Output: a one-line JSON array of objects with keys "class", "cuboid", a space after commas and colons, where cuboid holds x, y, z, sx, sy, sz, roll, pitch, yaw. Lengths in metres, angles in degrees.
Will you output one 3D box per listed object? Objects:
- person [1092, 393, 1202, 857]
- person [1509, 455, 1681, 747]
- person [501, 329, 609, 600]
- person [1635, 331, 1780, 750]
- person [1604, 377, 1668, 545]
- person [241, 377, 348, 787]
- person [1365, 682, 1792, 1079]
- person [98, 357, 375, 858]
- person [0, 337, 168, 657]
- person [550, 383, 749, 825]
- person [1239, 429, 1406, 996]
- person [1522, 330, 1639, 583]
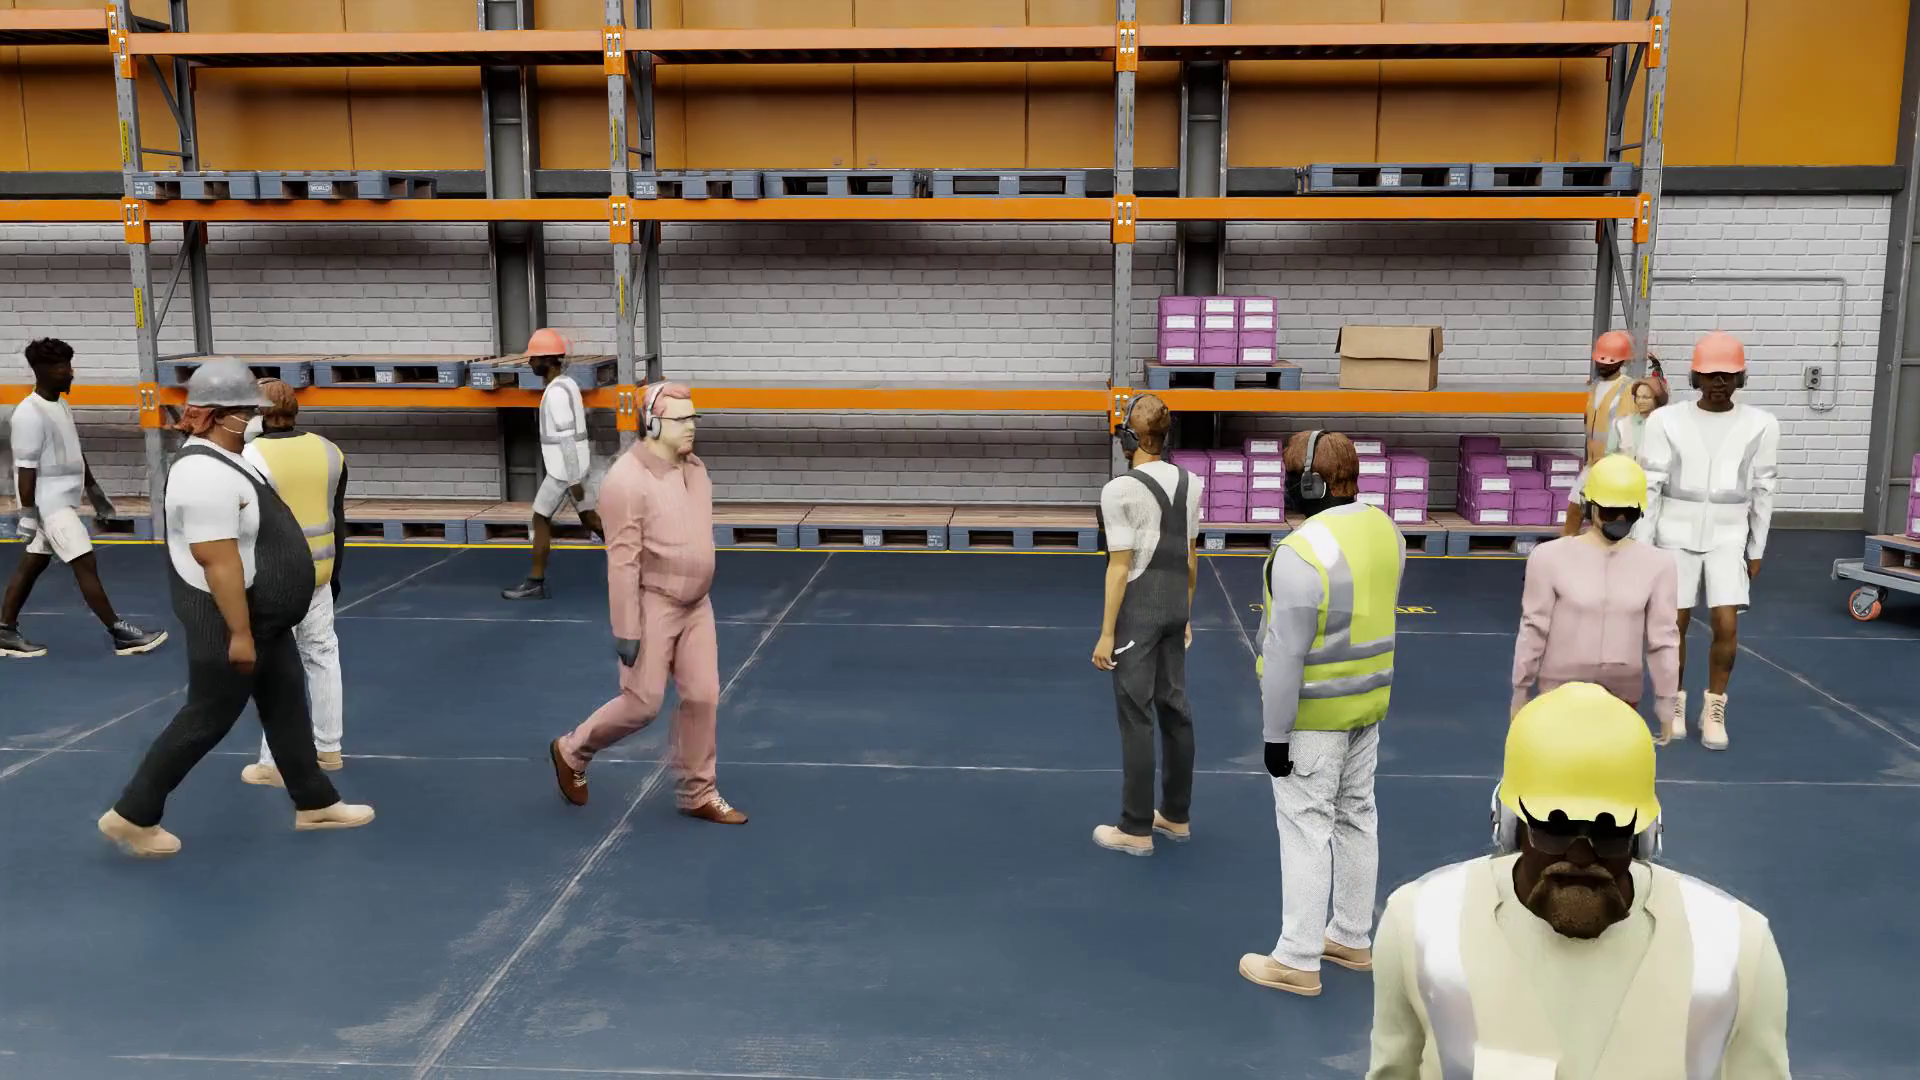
[{"class": "person", "cuboid": [0.741, 0.337, 6.640, 0.506, 1.845, 0.344, -8, 12, -38]}, {"class": "person", "cuboid": [2.229, 0.540, 5.852, 0.532, 1.704, 0.950, 0, 10, 2]}, {"class": "person", "cuboid": [-2.662, -0.512, 11.491, 0.989, 1.896, 0.535, 0, 10, 0]}, {"class": "person", "cuboid": [3.589, 0.011, 8.046, 0.627, 2.022, 0.642, 4, 10, 22]}, {"class": "person", "cuboid": [4.515, -0.281, 10.959, 0.810, 1.609, 0.518, -8, 12, -39]}, {"class": "person", "cuboid": [-3.066, 0.188, 7.525, 0.429, 1.844, 0.627, 6, 11, 30]}, {"class": "person", "cuboid": [0.900, 1.082, 2.467, 0.596, 1.785, 0.923, 2, 10, 11]}, {"class": "person", "cuboid": [-2.952, 0.243, 6.618, 0.988, 2.000, 0.691, -3, 10, -18]}, {"class": "person", "cuboid": [-5.316, -0.235, 9.820, 1.012, 1.915, 0.620, -3, 10, -16]}, {"class": "person", "cuboid": [-1.322, 0.273, 6.952, 0.786, 1.880, 0.653, 5, 11, 27]}, {"class": "person", "cuboid": [1.169, 0.557, 5.401, 0.624, 1.837, 0.428, -9, 13, -44]}, {"class": "person", "cuboid": [4.534, -0.533, 11.672, 0.975, 1.872, 0.558, -3, 10, -15]}]
